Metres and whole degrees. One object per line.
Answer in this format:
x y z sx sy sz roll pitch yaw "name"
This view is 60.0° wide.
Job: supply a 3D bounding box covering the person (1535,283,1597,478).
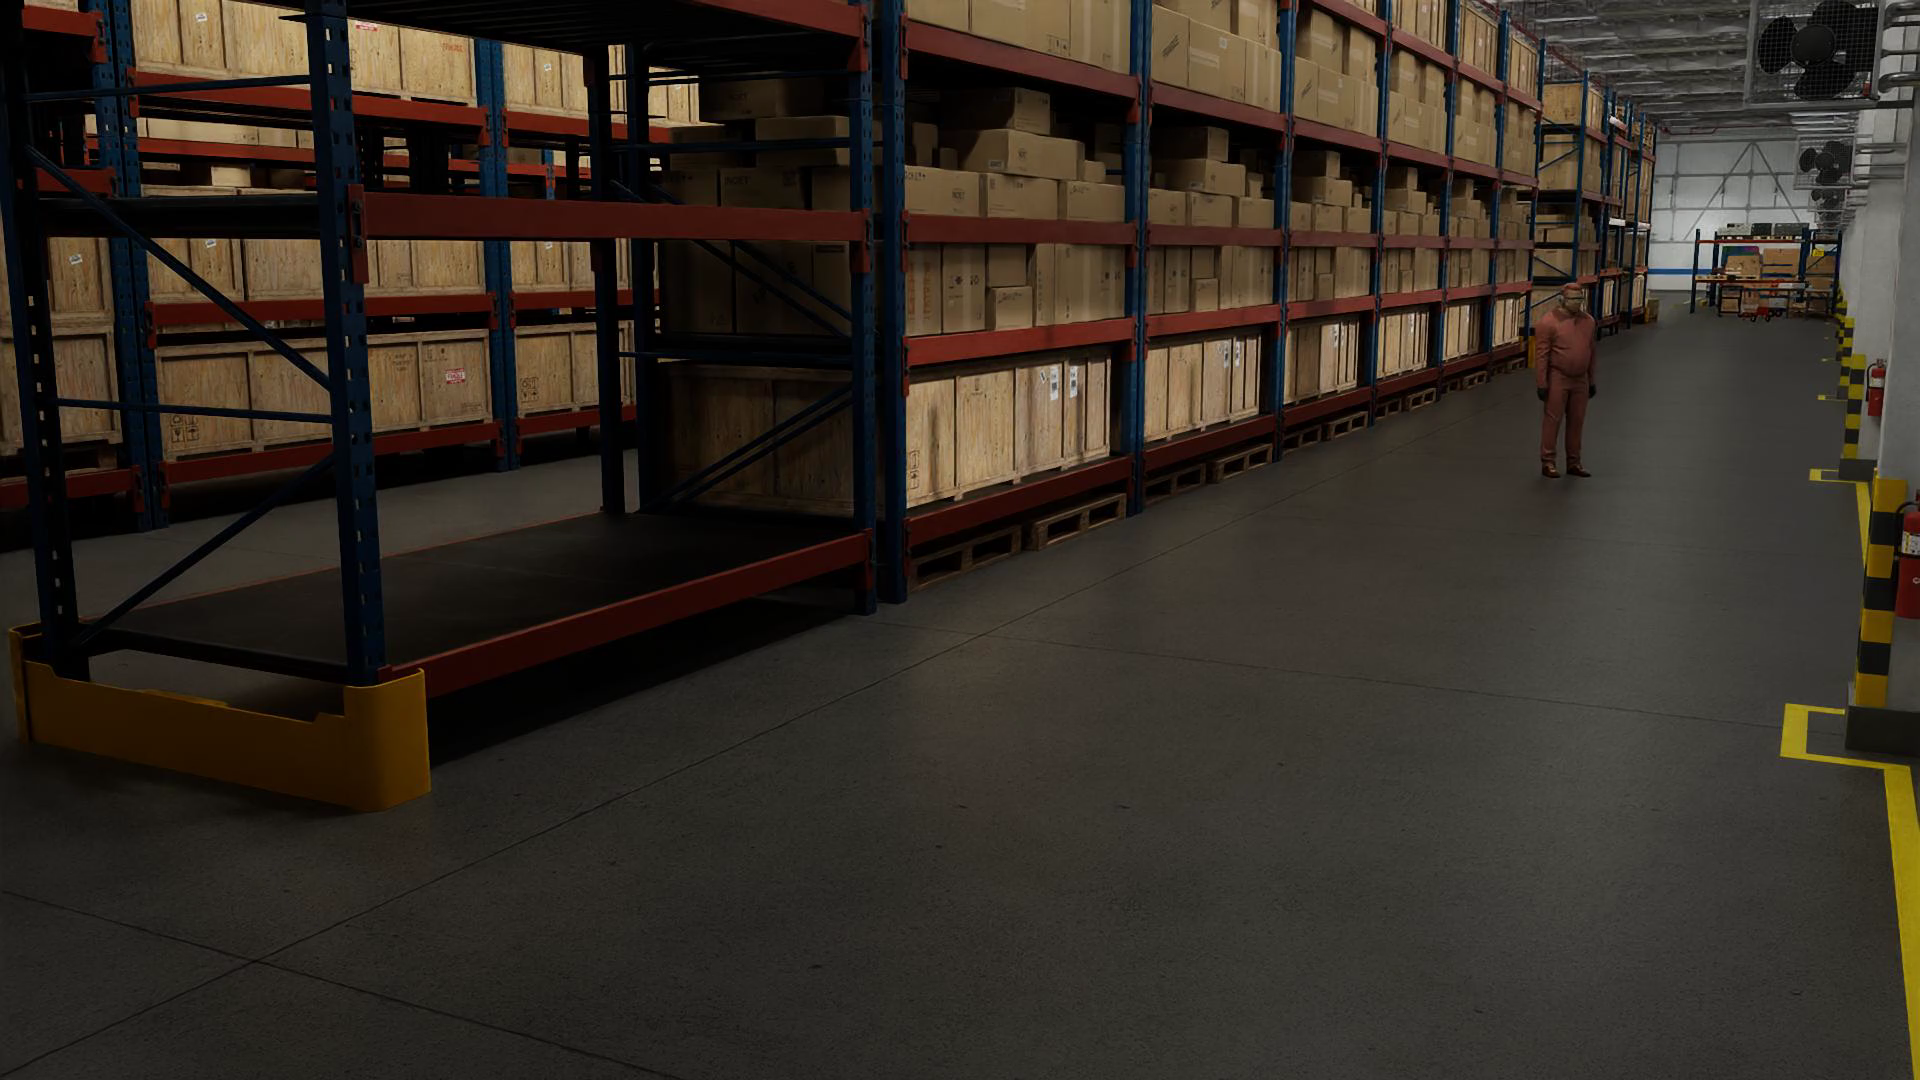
5.890 -1.545 16.156 0.656 1.893 0.401 -3 10 -16 "person"
